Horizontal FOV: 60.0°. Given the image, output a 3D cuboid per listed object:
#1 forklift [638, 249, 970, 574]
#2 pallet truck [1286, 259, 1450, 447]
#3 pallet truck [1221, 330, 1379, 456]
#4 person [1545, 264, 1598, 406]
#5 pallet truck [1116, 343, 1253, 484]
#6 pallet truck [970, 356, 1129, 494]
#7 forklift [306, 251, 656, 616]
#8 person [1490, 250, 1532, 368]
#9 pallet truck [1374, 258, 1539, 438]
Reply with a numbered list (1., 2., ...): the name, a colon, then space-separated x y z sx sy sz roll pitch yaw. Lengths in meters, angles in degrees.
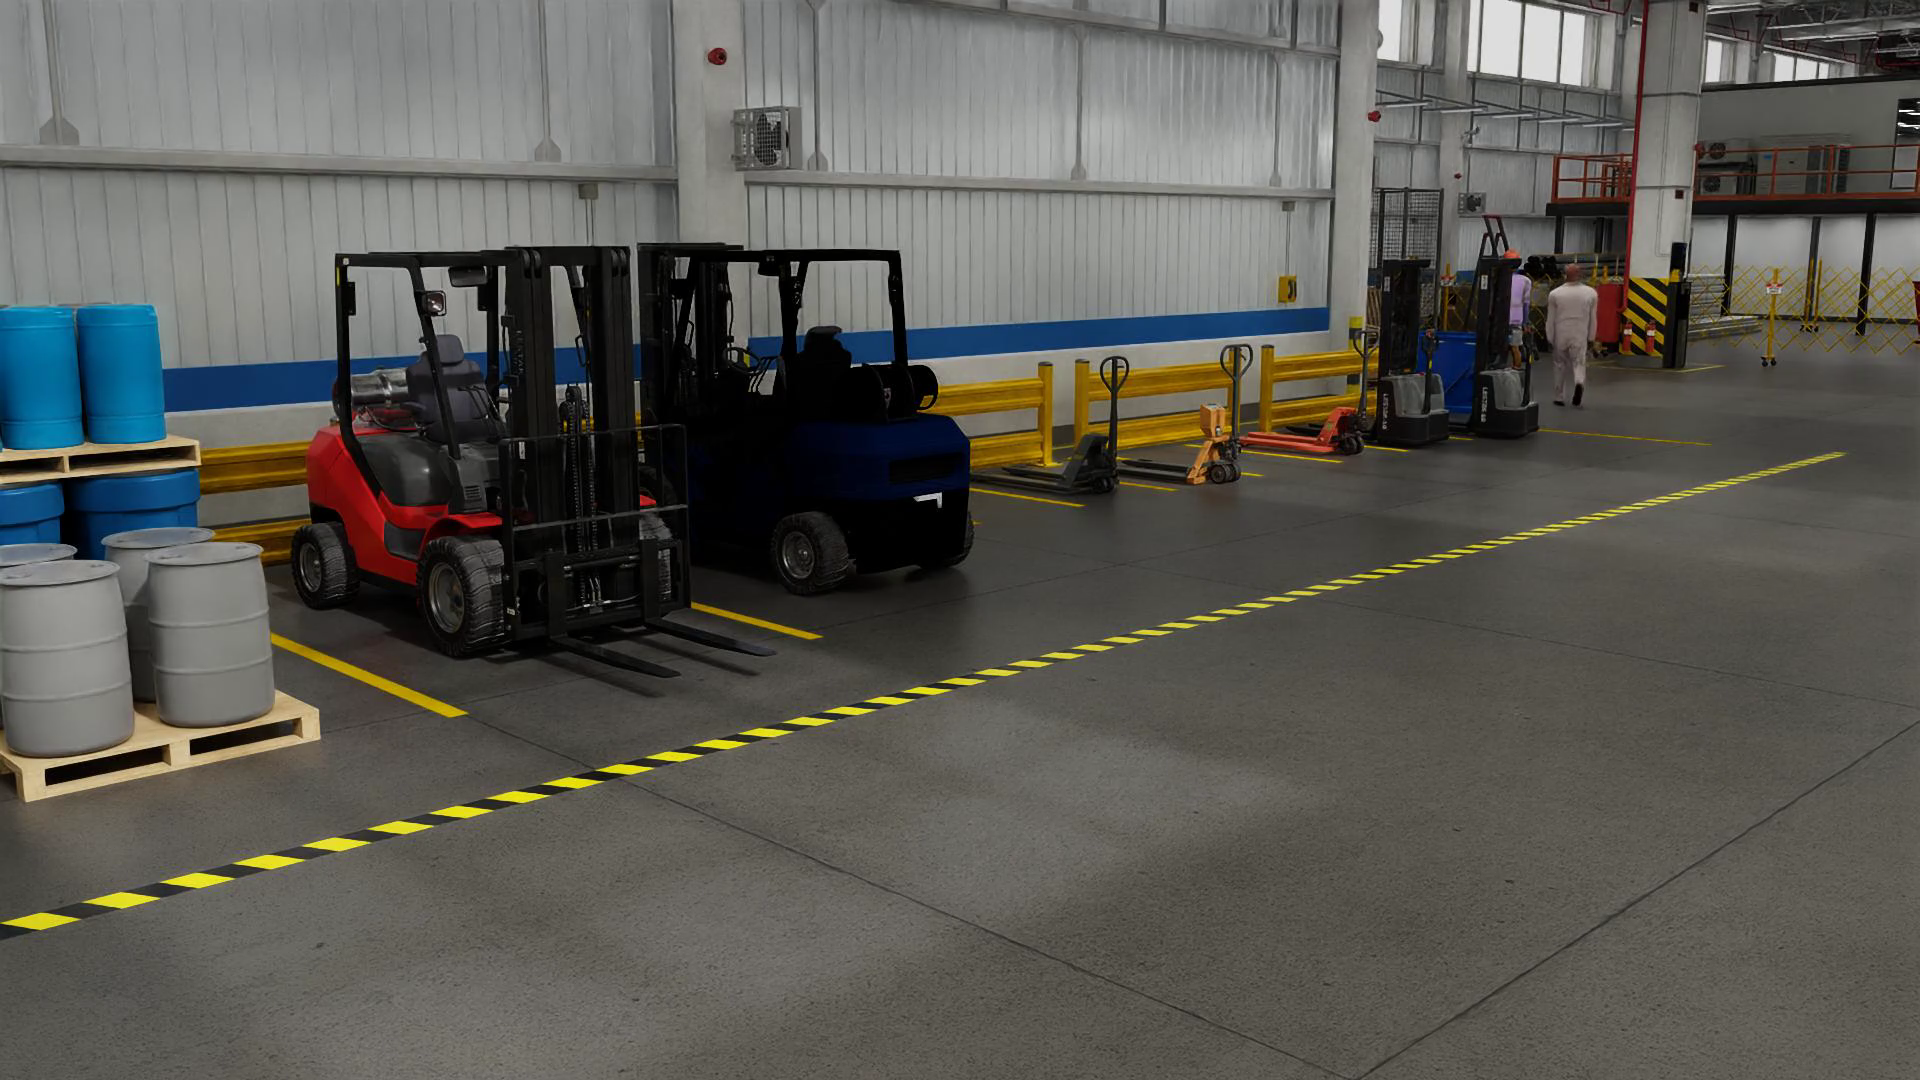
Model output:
1. forklift: -1.173 -0.958 11.239 2.680 1.987 1.157 10 14 43
2. pallet truck: 4.493 -2.078 18.196 0.823 1.965 1.885 -9 14 -40
3. pallet truck: 3.563 -1.581 17.381 0.653 1.274 1.630 -10 14 -44
4. person: 7.972 -2.654 21.701 0.647 1.874 0.738 2 11 12
5. pallet truck: 1.962 -1.215 15.415 1.522 1.261 0.704 10 14 43
6. pallet truck: 0.784 -1.085 14.876 0.680 1.201 1.601 -10 14 -44
7. forklift: -2.833 -0.669 9.694 1.157 1.987 2.680 -10 14 -44
8. person: 7.897 -3.152 23.974 0.601 2.035 0.414 -2 11 -12
9. pallet truck: 5.704 -2.208 18.901 1.885 1.965 0.823 10 14 43
